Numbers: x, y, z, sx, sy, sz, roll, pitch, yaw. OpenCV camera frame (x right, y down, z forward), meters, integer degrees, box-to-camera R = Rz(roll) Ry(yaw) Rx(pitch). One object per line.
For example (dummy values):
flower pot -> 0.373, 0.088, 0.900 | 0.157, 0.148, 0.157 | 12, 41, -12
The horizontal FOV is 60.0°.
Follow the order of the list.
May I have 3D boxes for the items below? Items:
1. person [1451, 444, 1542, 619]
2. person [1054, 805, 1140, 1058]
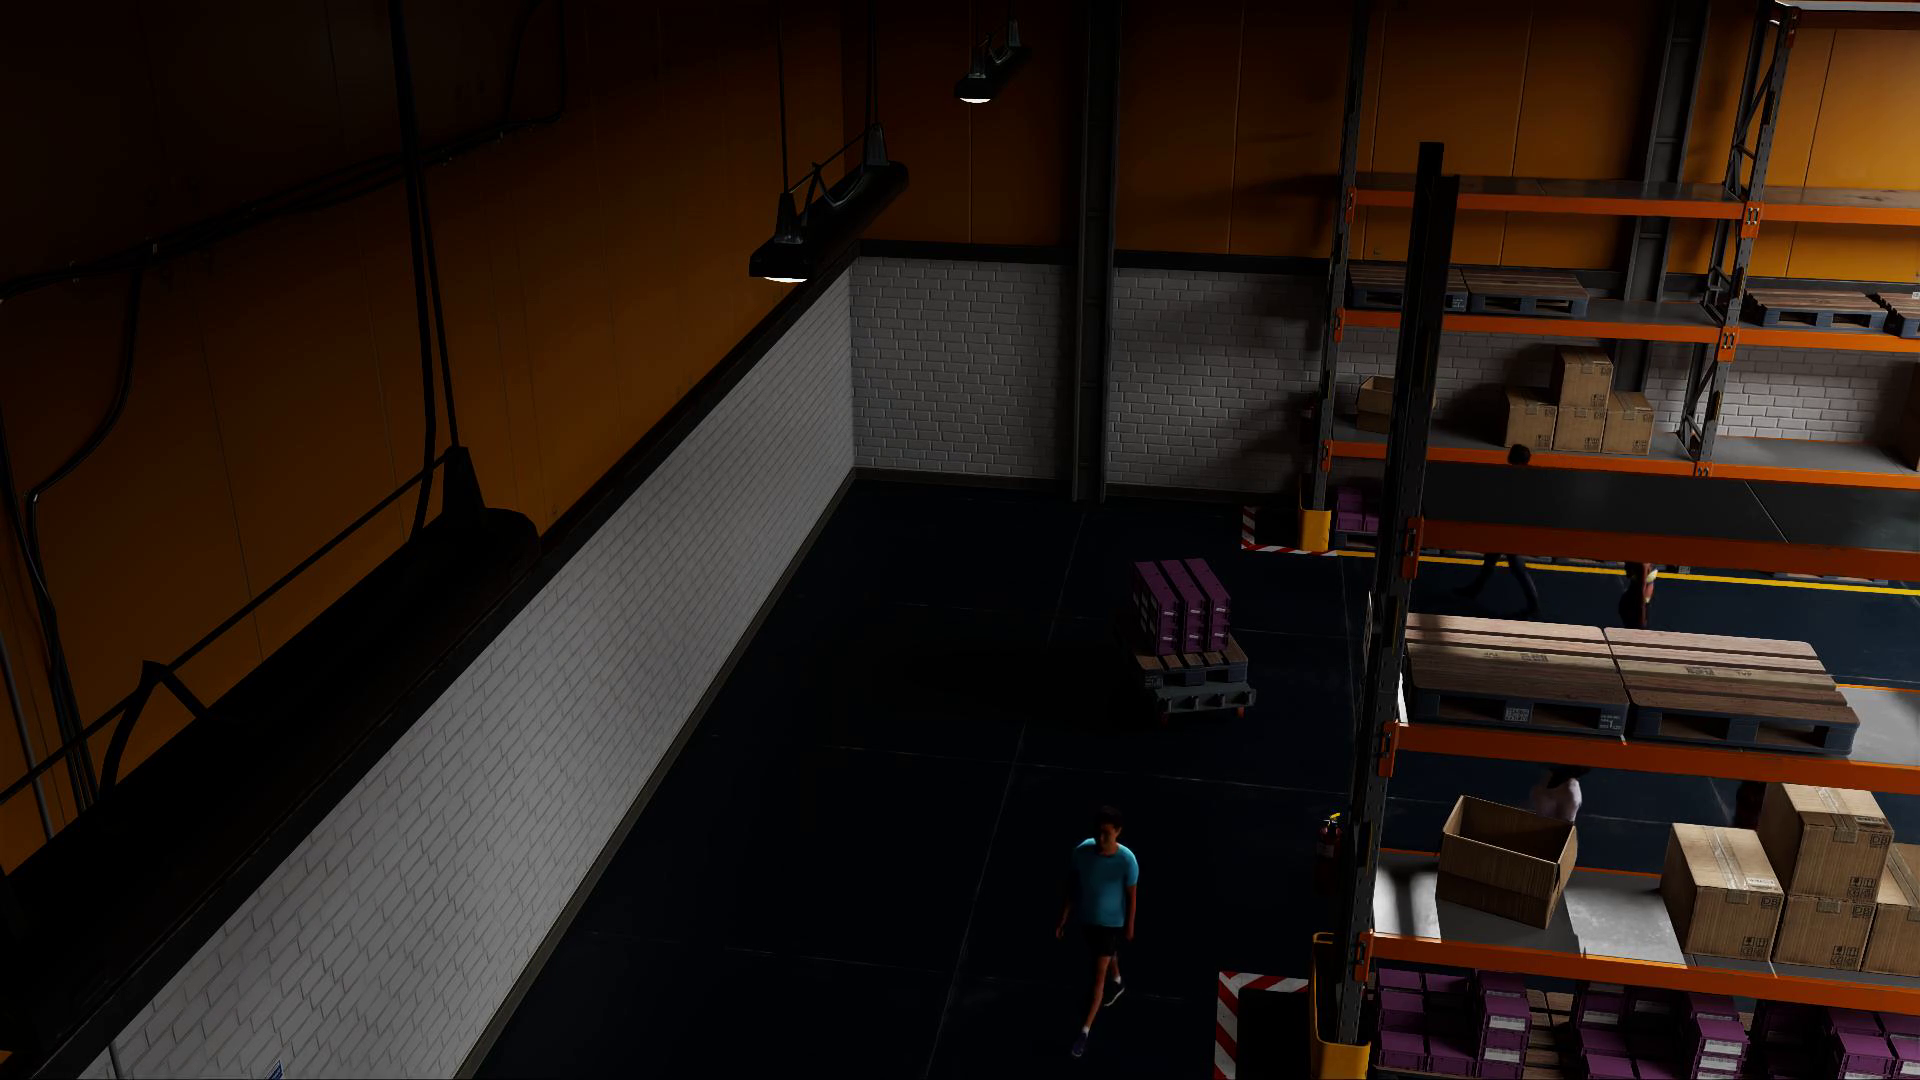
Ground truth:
person -> 5.724, -0.042, 17.017 | 1.291, 1.829, 0.971 | 14, 27, 28
person -> 0.989, 2.529, 11.264 | 1.168, 1.725, 1.007 | 15, 28, 30
